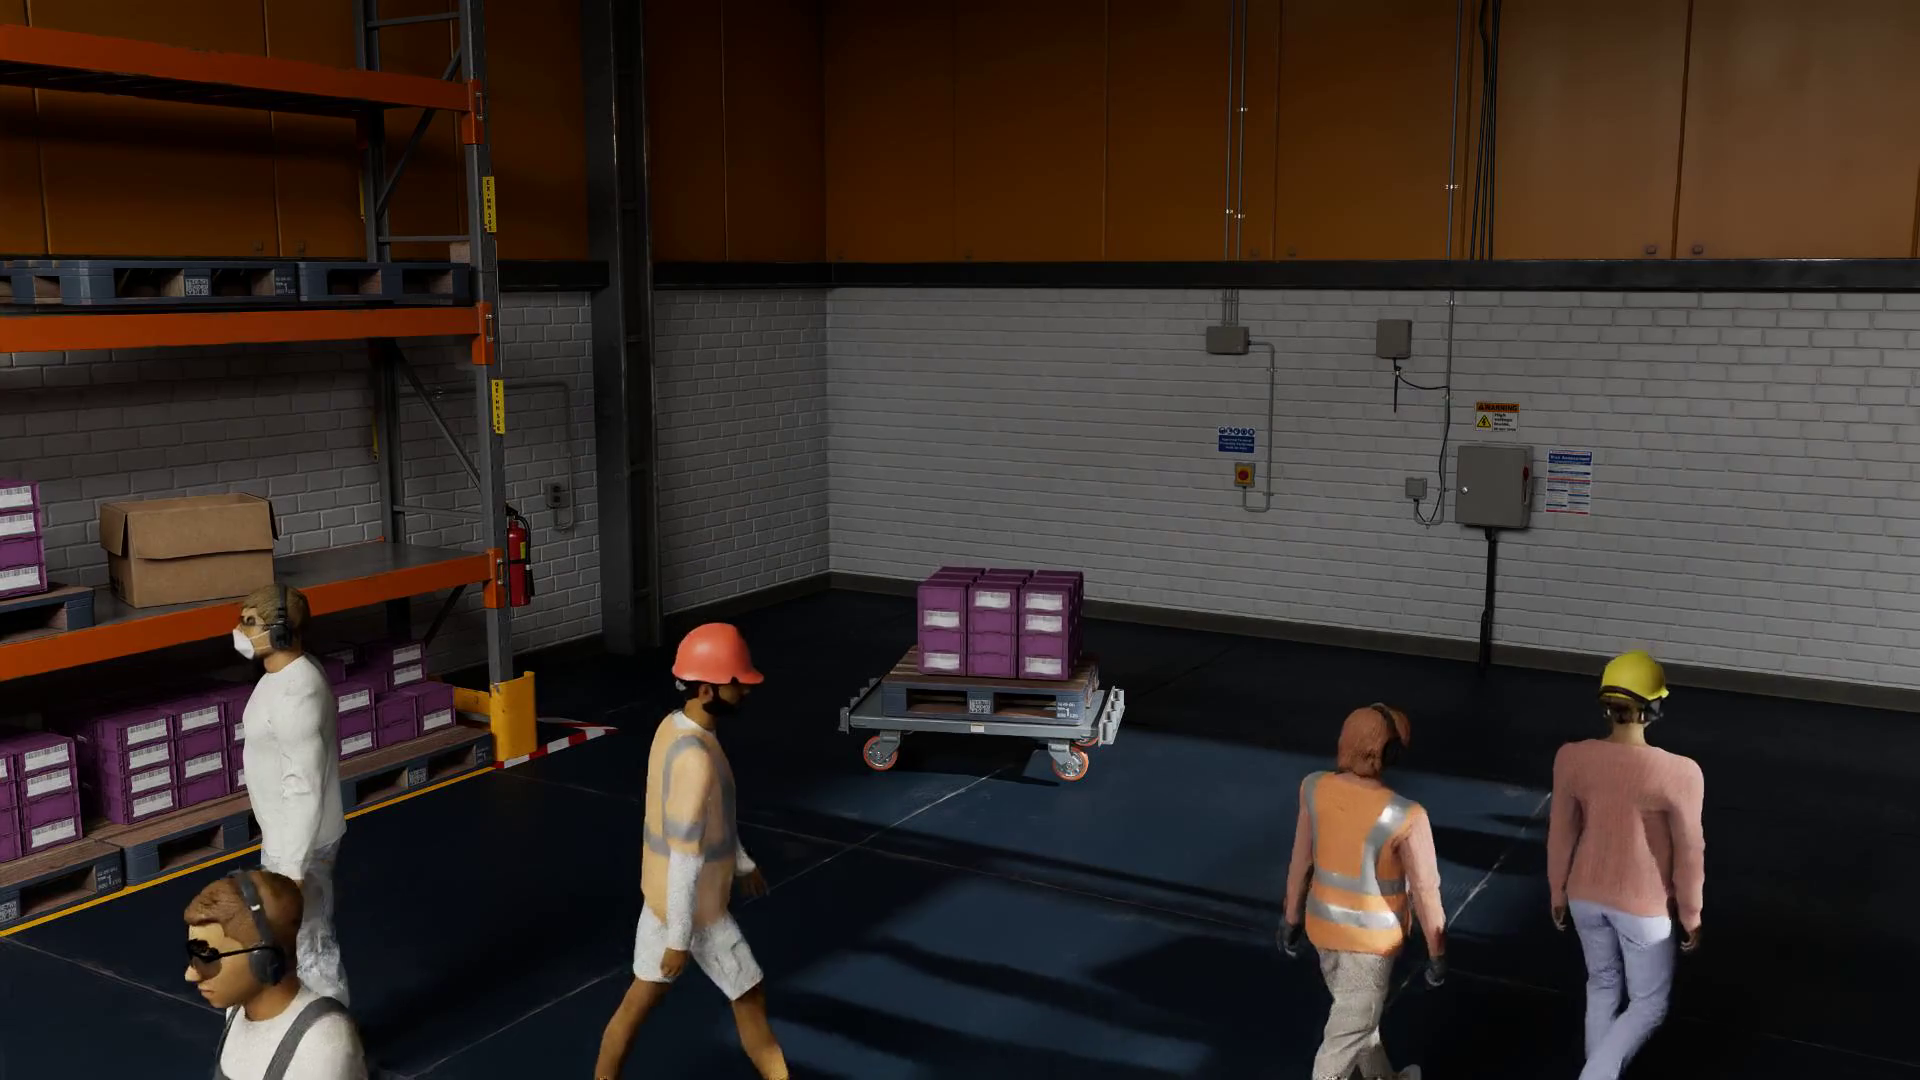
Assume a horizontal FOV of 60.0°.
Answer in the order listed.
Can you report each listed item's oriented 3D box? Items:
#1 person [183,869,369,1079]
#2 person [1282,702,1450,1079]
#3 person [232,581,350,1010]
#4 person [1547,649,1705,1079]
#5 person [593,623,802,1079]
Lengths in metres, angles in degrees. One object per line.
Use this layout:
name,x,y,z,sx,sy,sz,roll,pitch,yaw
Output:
person,-1.385,1.556,3.665,0.499,1.808,0.939,7,12,38
person,1.415,1.335,5.638,0.842,1.592,0.547,-7,11,-35
person,-2.423,1.106,6.038,0.372,1.940,0.631,-4,10,-25
person,2.250,1.250,5.735,0.645,1.746,0.532,-8,12,-41
person,-0.875,1.201,5.670,1.032,1.879,0.558,-4,10,-22
